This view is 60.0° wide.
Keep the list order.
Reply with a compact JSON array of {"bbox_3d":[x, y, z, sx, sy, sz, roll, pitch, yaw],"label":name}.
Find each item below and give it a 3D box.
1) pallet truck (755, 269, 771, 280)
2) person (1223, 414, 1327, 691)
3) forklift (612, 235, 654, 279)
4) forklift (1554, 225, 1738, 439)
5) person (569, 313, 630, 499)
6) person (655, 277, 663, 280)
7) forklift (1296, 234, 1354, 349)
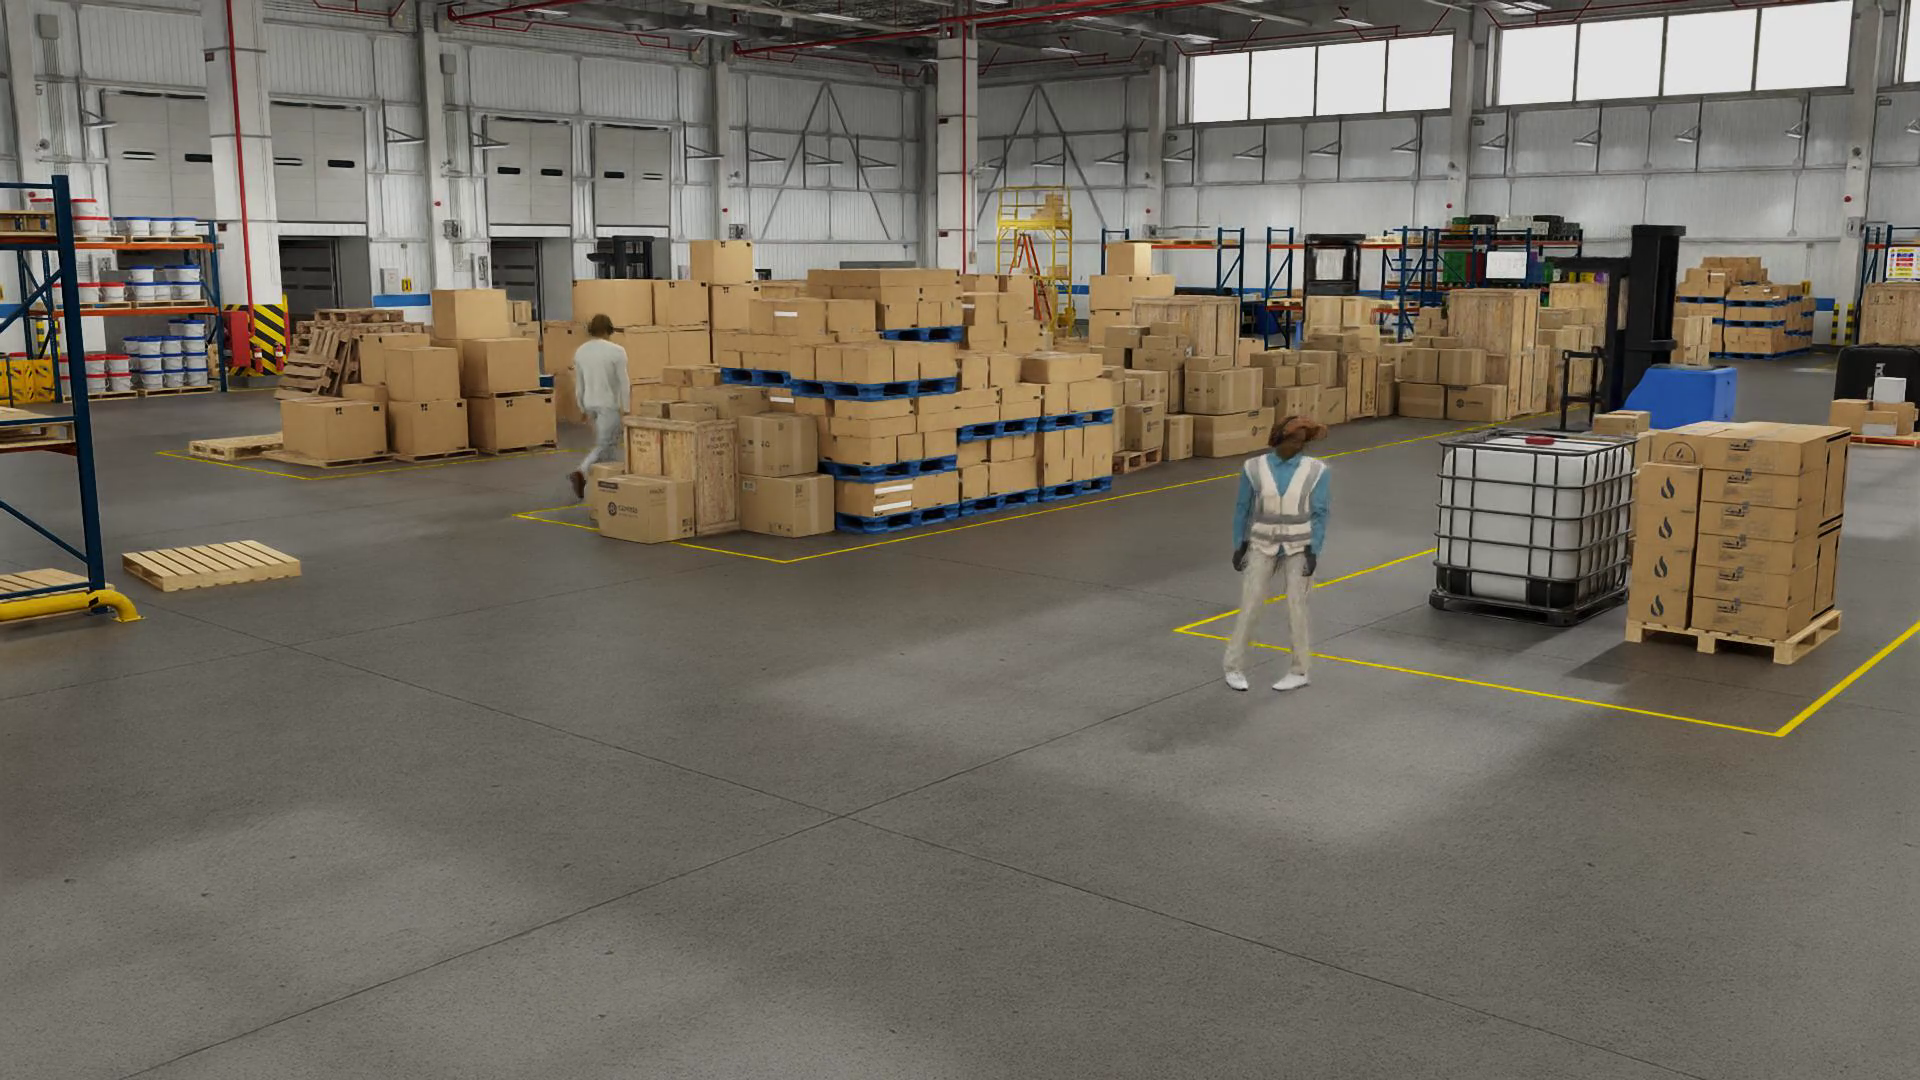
[{"bbox_3d":[-4.996,-6.432,45.525,1.885,1.965,0.823,-6,12,-32],"label":"pallet truck"},{"bbox_3d":[1.826,0.071,9.599,0.549,1.606,0.361,3,10,14],"label":"person"},{"bbox_3d":[-7.300,-5.450,37.421,1.873,2.768,1.129,8,13,40],"label":"forklift"},{"bbox_3d":[8.584,-2.504,20.649,1.873,2.768,1.129,8,13,40],"label":"forklift"},{"bbox_3d":[-3.663,-1.335,16.810,0.627,1.910,0.852,6,12,32],"label":"person"},{"bbox_3d":[-6.505,-4.724,36.020,0.636,1.928,0.380,-4,11,-23],"label":"person"},{"bbox_3d":[7.348,-4.703,33.167,1.129,2.768,1.873,1,10,5],"label":"forklift"}]
